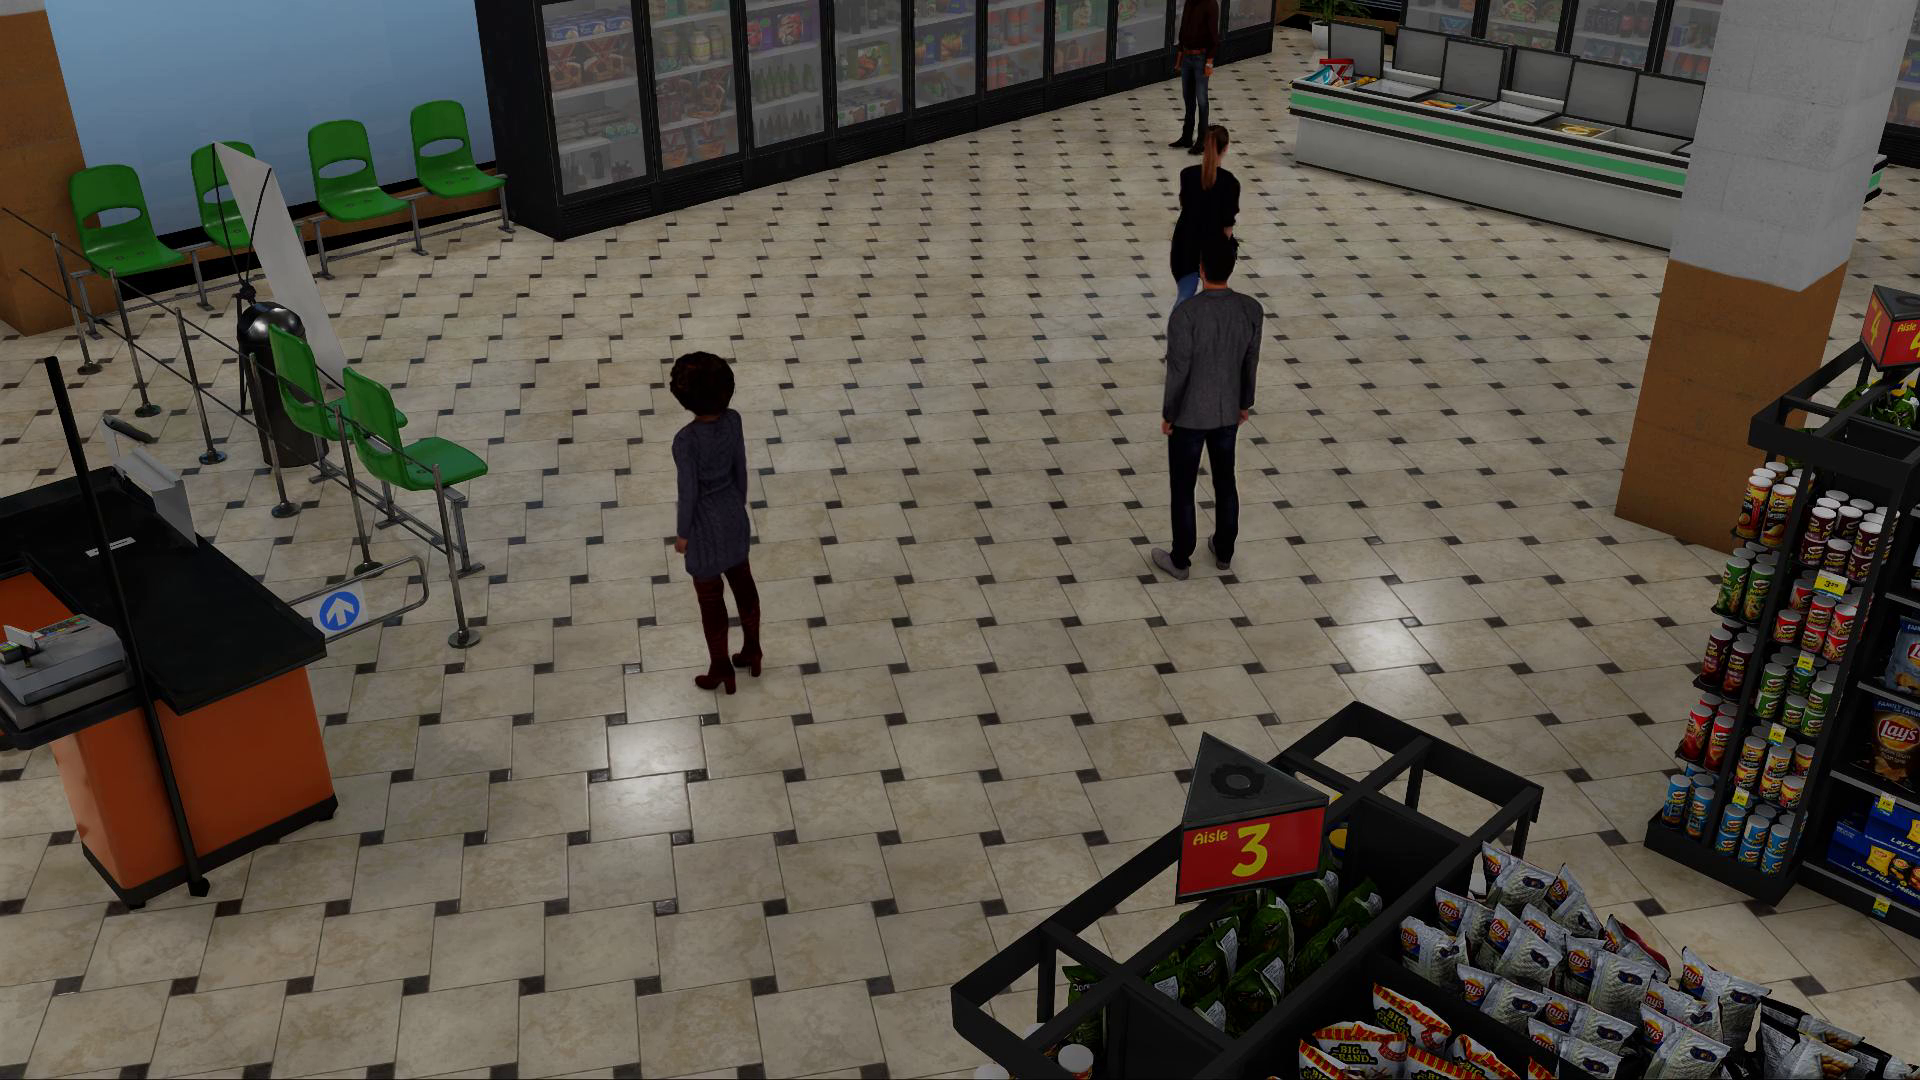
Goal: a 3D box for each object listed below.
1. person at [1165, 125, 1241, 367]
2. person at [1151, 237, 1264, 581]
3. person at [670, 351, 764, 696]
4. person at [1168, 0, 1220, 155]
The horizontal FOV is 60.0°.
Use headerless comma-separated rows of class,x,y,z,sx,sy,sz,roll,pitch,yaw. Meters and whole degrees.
person,1.611,-1.948,11.291,1.137,1.648,0.945,13,31,22
person,1.290,-0.676,8.727,0.776,1.872,0.745,-10,30,-18
person,-1.142,-0.069,7.785,0.530,1.709,0.608,21,35,34
person,2.307,-4.666,16.128,0.744,1.782,0.525,-18,34,-30
